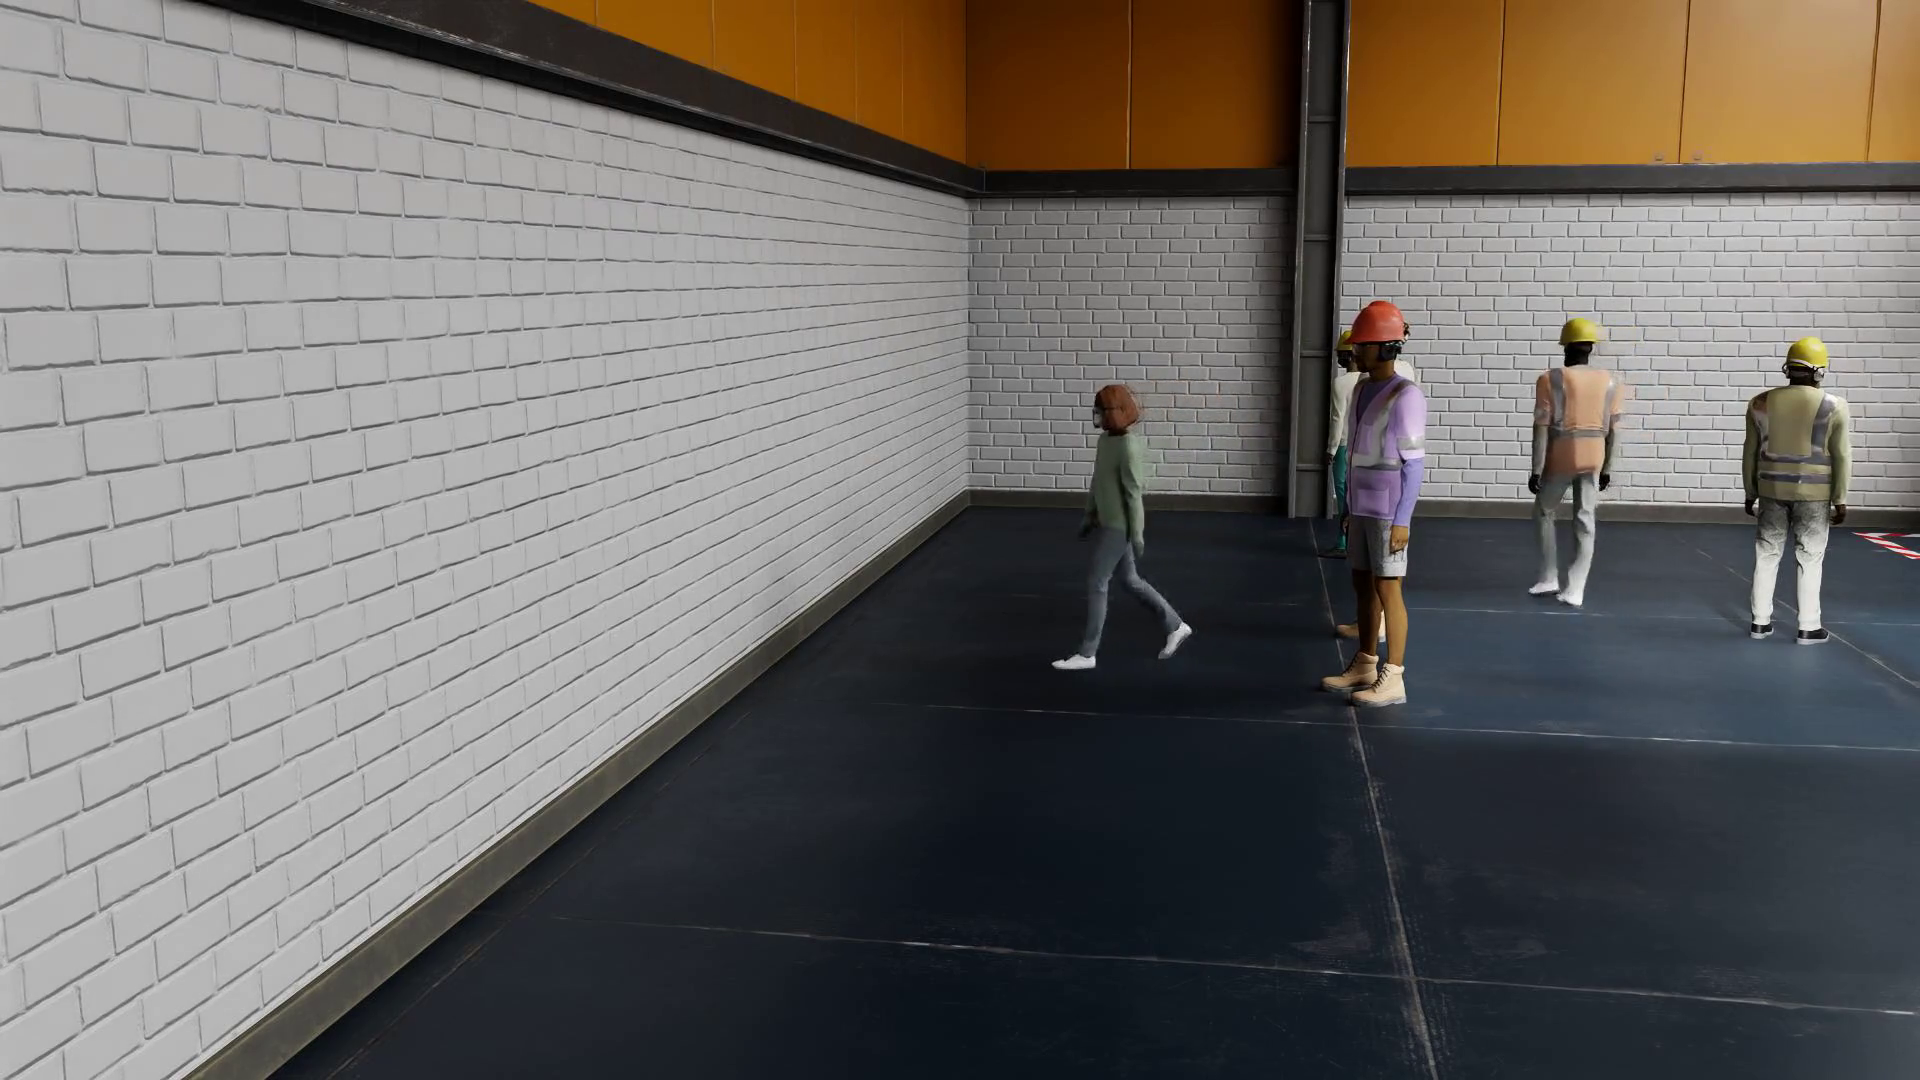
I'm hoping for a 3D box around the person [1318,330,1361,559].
[{"bbox_3d":[3.004,-0.732,12.876,0.525,1.769,0.314,-9,13,-44],"label":"person"}]

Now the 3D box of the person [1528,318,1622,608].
[{"bbox_3d":[4.062,-0.520,11.107,0.624,1.905,0.604,-1,9,-4],"label":"person"}]

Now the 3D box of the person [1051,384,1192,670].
[{"bbox_3d":[0.930,-0.079,9.310,0.804,1.602,0.495,-1,9,-8],"label":"person"}]

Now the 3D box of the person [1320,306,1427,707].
[{"bbox_3d":[2.112,-0.169,8.525,0.378,2.041,0.616,-3,9,-15],"label":"person"}]

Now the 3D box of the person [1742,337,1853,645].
[{"bbox_3d":[5.001,-0.293,9.946,0.600,1.831,0.404,8,12,42],"label":"person"}]

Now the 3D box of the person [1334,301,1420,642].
[{"bbox_3d":[2.506,-0.409,10.013,0.370,2.044,0.608,7,11,37],"label":"person"}]
